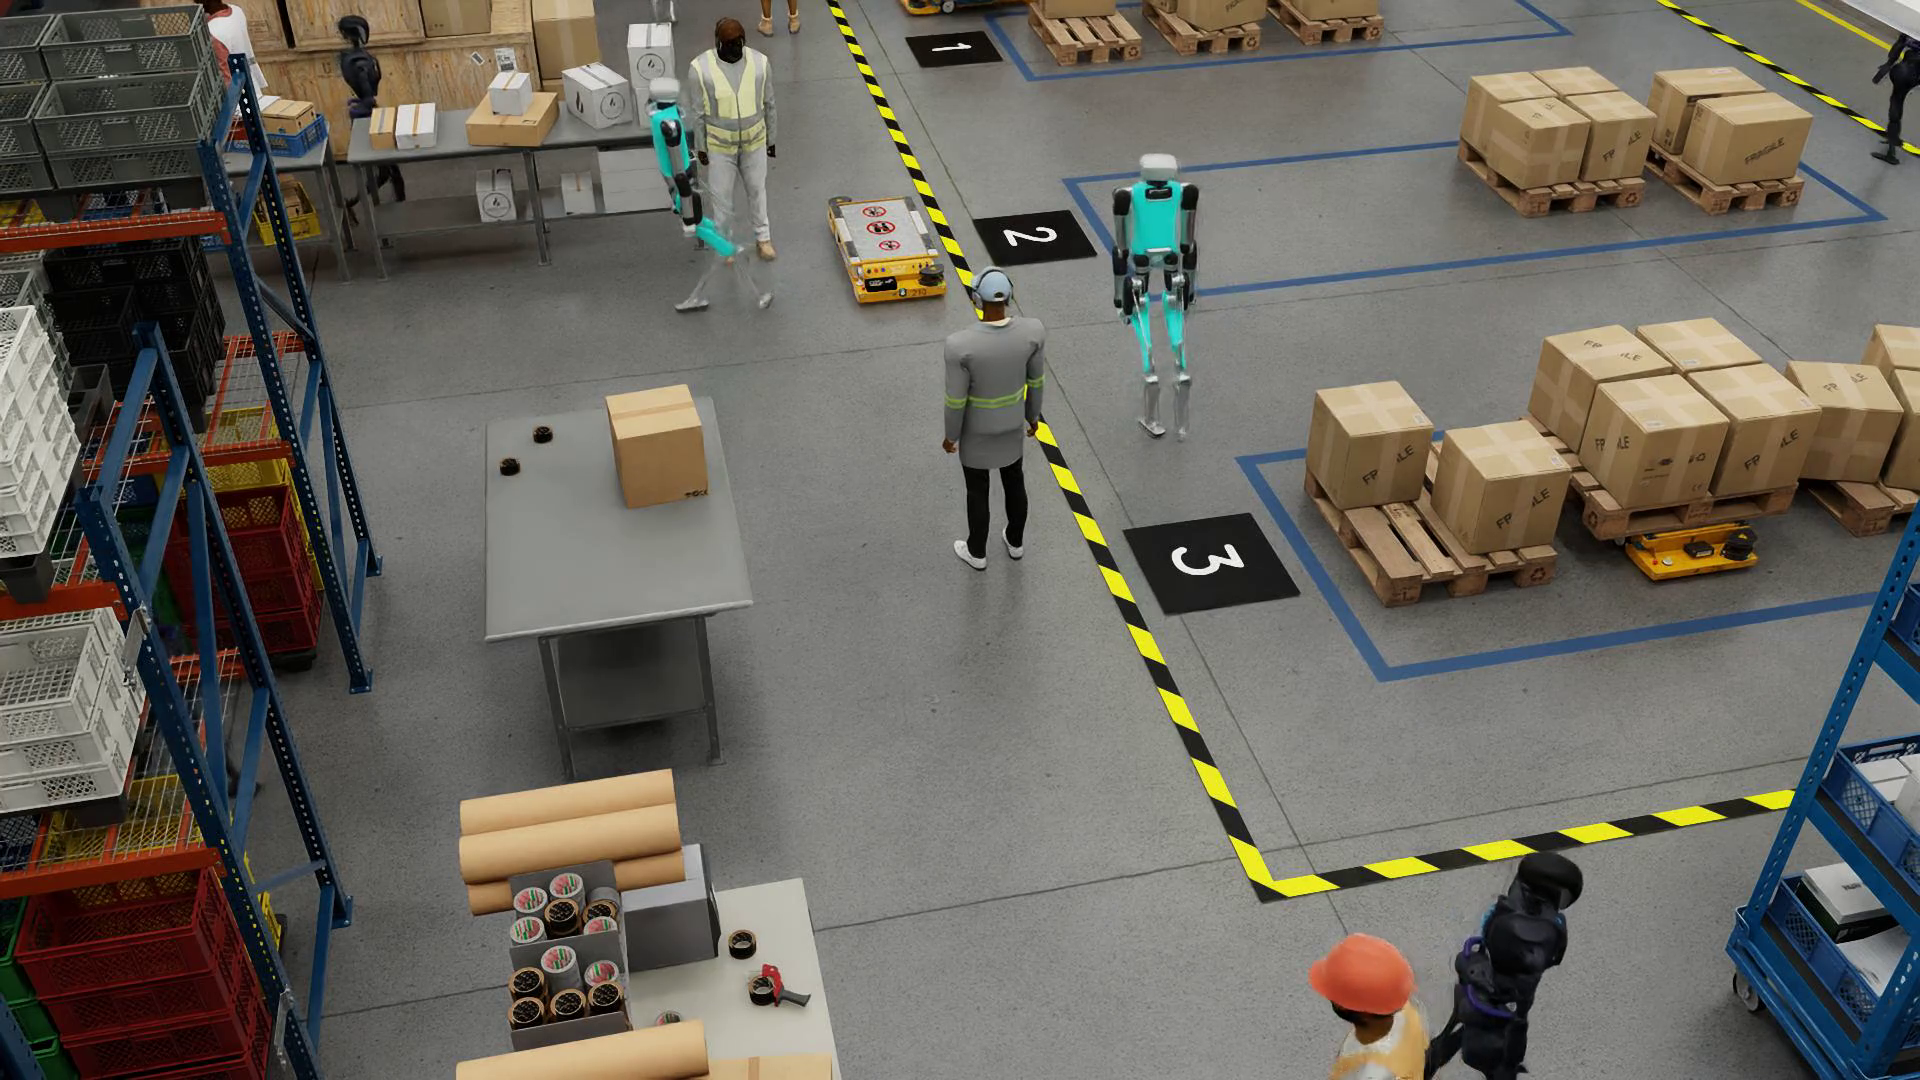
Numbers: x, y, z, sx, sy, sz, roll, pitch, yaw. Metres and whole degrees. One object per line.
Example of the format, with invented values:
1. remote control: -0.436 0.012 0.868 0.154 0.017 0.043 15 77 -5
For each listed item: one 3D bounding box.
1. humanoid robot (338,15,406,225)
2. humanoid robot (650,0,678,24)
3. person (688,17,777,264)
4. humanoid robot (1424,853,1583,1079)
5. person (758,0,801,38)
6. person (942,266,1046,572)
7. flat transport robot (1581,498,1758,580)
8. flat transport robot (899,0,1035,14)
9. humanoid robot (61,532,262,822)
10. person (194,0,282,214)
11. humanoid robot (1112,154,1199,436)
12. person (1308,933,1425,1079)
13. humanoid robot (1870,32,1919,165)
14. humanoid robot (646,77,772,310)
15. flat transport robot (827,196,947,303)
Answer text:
1. humanoid robot: -4.508 -3.144 12.608 0.613 1.636 0.613 -14 39 -17
2. humanoid robot: -2.931 -5.838 16.252 0.543 1.882 0.740 -10 38 -14
3. person: -1.629 -2.910 12.156 0.622 1.837 0.429 -11 38 -14
4. humanoid robot: 2.003 1.700 6.122 0.746 1.629 0.593 6 37 8
5. person: -1.813 -5.882 15.975 0.614 2.039 0.379 -10 38 -13
6. person: 0.168 -0.665 9.120 0.598 1.850 0.387 -15 39 -19
7. flat transport robot: 4.062 -0.294 9.926 0.652 0.197 1.431 -8 37 -10
8. flat transport robot: 0.078 -5.704 17.197 1.431 0.197 0.652 -12 38 -15
9. humanoid robot: -3.753 0.620 7.554 0.726 1.632 0.612 -2 37 -3
10. person: -5.513 -3.403 12.746 0.393 1.919 0.590 -4 37 -5
11. humanoid robot: 1.230 -1.402 10.233 0.534 1.792 0.810 -5 37 -7
12. person: 1.307 2.016 5.481 0.550 1.903 0.566 17 40 22
13. humanoid robot: 7.845 -3.930 13.660 0.584 1.647 0.396 -15 39 -19
14. humanoid robot: -1.671 -2.332 11.517 0.838 1.850 0.543 -12 38 -16
15. flat transport robot: -0.570 -2.220 12.538 0.659 0.231 1.431 -8 37 -10
